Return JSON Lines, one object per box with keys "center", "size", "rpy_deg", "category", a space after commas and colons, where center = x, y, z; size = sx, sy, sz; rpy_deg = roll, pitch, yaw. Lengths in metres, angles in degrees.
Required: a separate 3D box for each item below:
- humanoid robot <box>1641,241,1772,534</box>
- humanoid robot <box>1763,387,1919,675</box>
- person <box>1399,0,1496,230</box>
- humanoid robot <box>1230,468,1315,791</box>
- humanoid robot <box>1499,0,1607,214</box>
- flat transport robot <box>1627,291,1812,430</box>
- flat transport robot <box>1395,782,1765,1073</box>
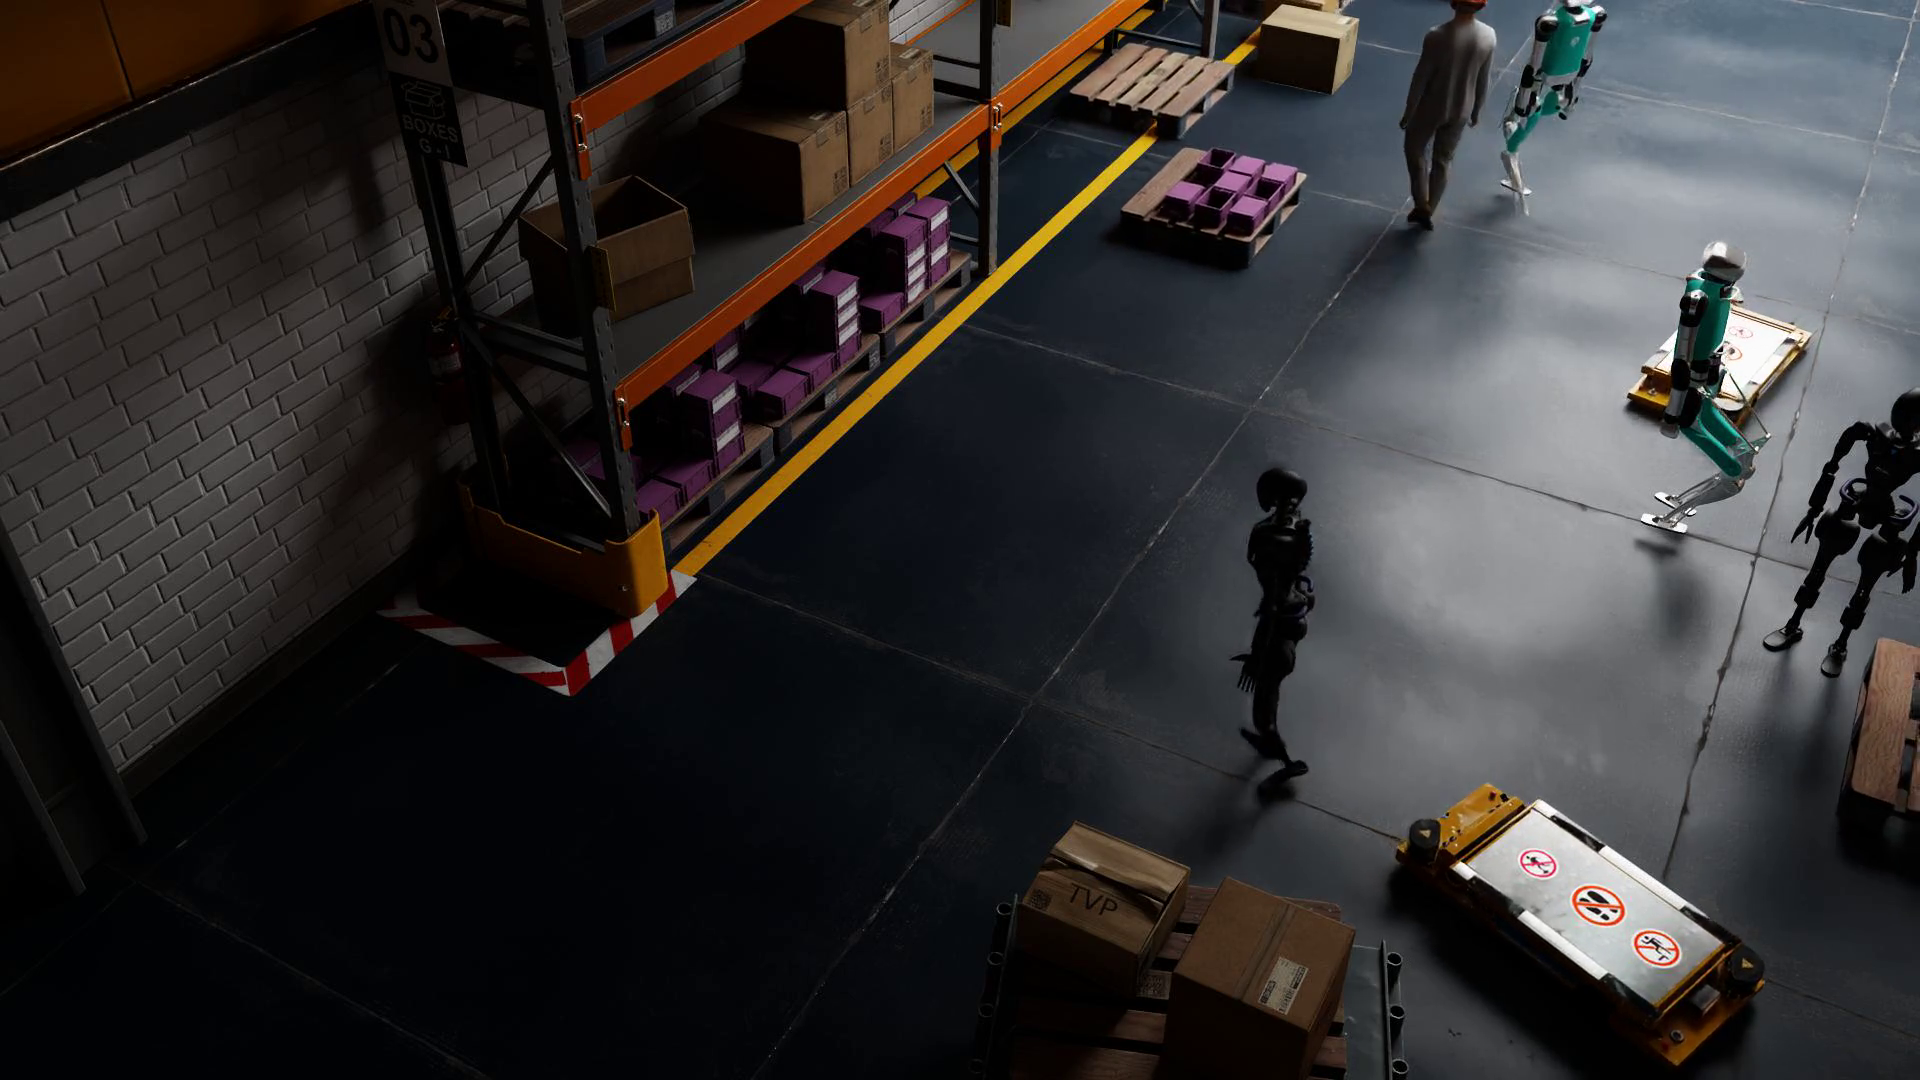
{"center": [4.076, -0.739, 8.859], "size": [0.735, 1.681, 0.533], "rpy_deg": [28, 46, 30], "category": "humanoid robot"}
{"center": [4.435, -0.045, 8.140], "size": [0.315, 1.653, 0.599], "rpy_deg": [-31, 48, -33], "category": "humanoid robot"}
{"center": [3.419, -3.088, 11.786], "size": [0.589, 1.879, 0.438], "rpy_deg": [-1, 39, -2], "category": "person"}
{"center": [1.488, 0.400, 7.593], "size": [0.443, 1.639, 0.599], "rpy_deg": [12, 40, 14], "category": "humanoid robot"}
{"center": [4.157, -3.245, 12.131], "size": [0.554, 1.807, 0.767], "rpy_deg": [-13, 40, -15], "category": "humanoid robot"}
{"center": [4.891, -1.150, 10.658], "size": [0.659, 0.231, 1.431], "rpy_deg": [28, 46, 30], "category": "flat transport robot"}
{"center": [2.666, 1.607, 7.210], "size": [0.659, 0.231, 1.431], "rpy_deg": [-26, 46, -29], "category": "flat transport robot"}
